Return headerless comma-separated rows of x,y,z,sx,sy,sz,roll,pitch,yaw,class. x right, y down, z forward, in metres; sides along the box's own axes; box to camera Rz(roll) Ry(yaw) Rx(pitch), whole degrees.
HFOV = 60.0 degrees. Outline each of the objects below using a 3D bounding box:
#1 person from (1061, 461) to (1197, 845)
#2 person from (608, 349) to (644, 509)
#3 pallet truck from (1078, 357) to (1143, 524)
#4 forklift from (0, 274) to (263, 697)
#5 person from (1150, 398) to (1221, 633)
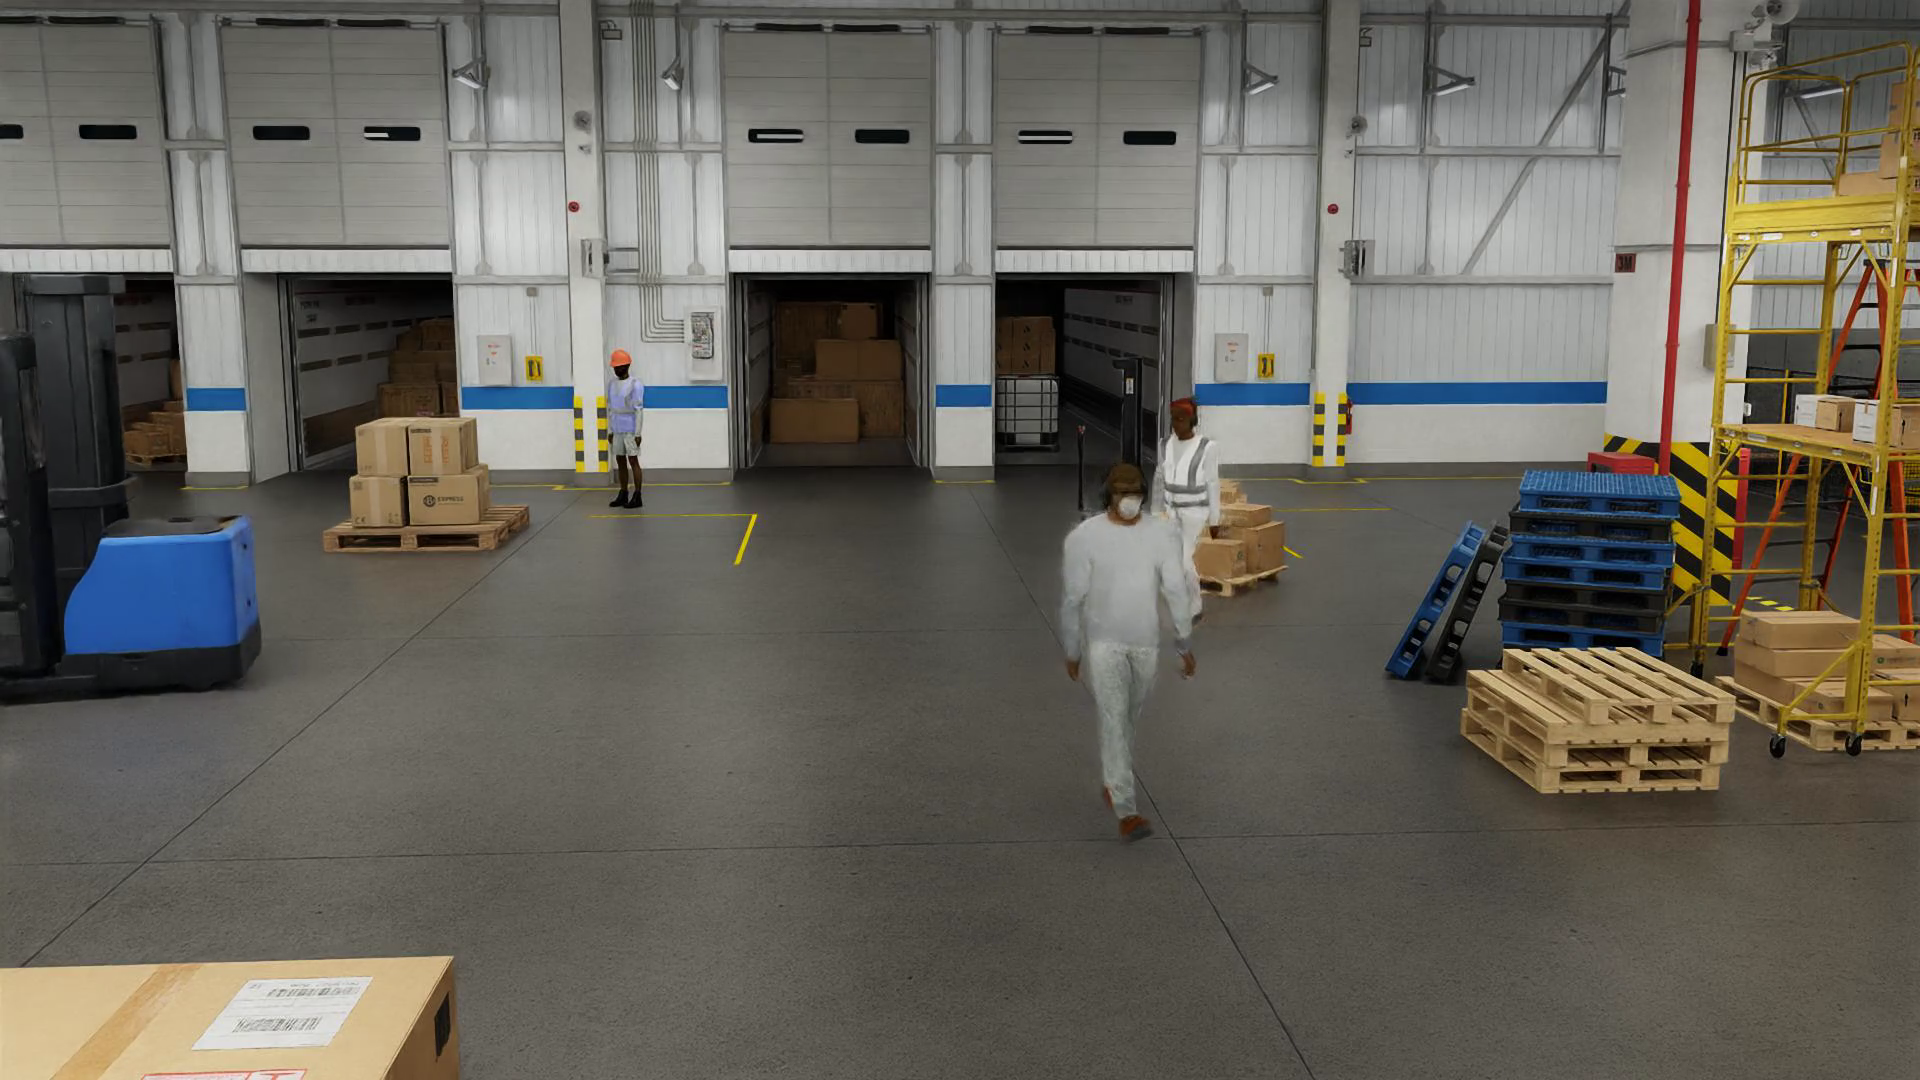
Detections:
0.860,0.550,8.404,0.635,1.884,1.013,-3,9,-16,person
-4.071,-1.341,20.160,0.543,1.929,0.384,6,11,34,person
2.088,-0.836,16.757,1.885,1.965,0.823,2,9,13,pallet truck
-5.918,-0.414,11.348,1.873,2.768,1.129,-2,9,-14,forklift
1.756,-0.187,13.122,0.546,1.865,0.574,-7,11,-37,person
